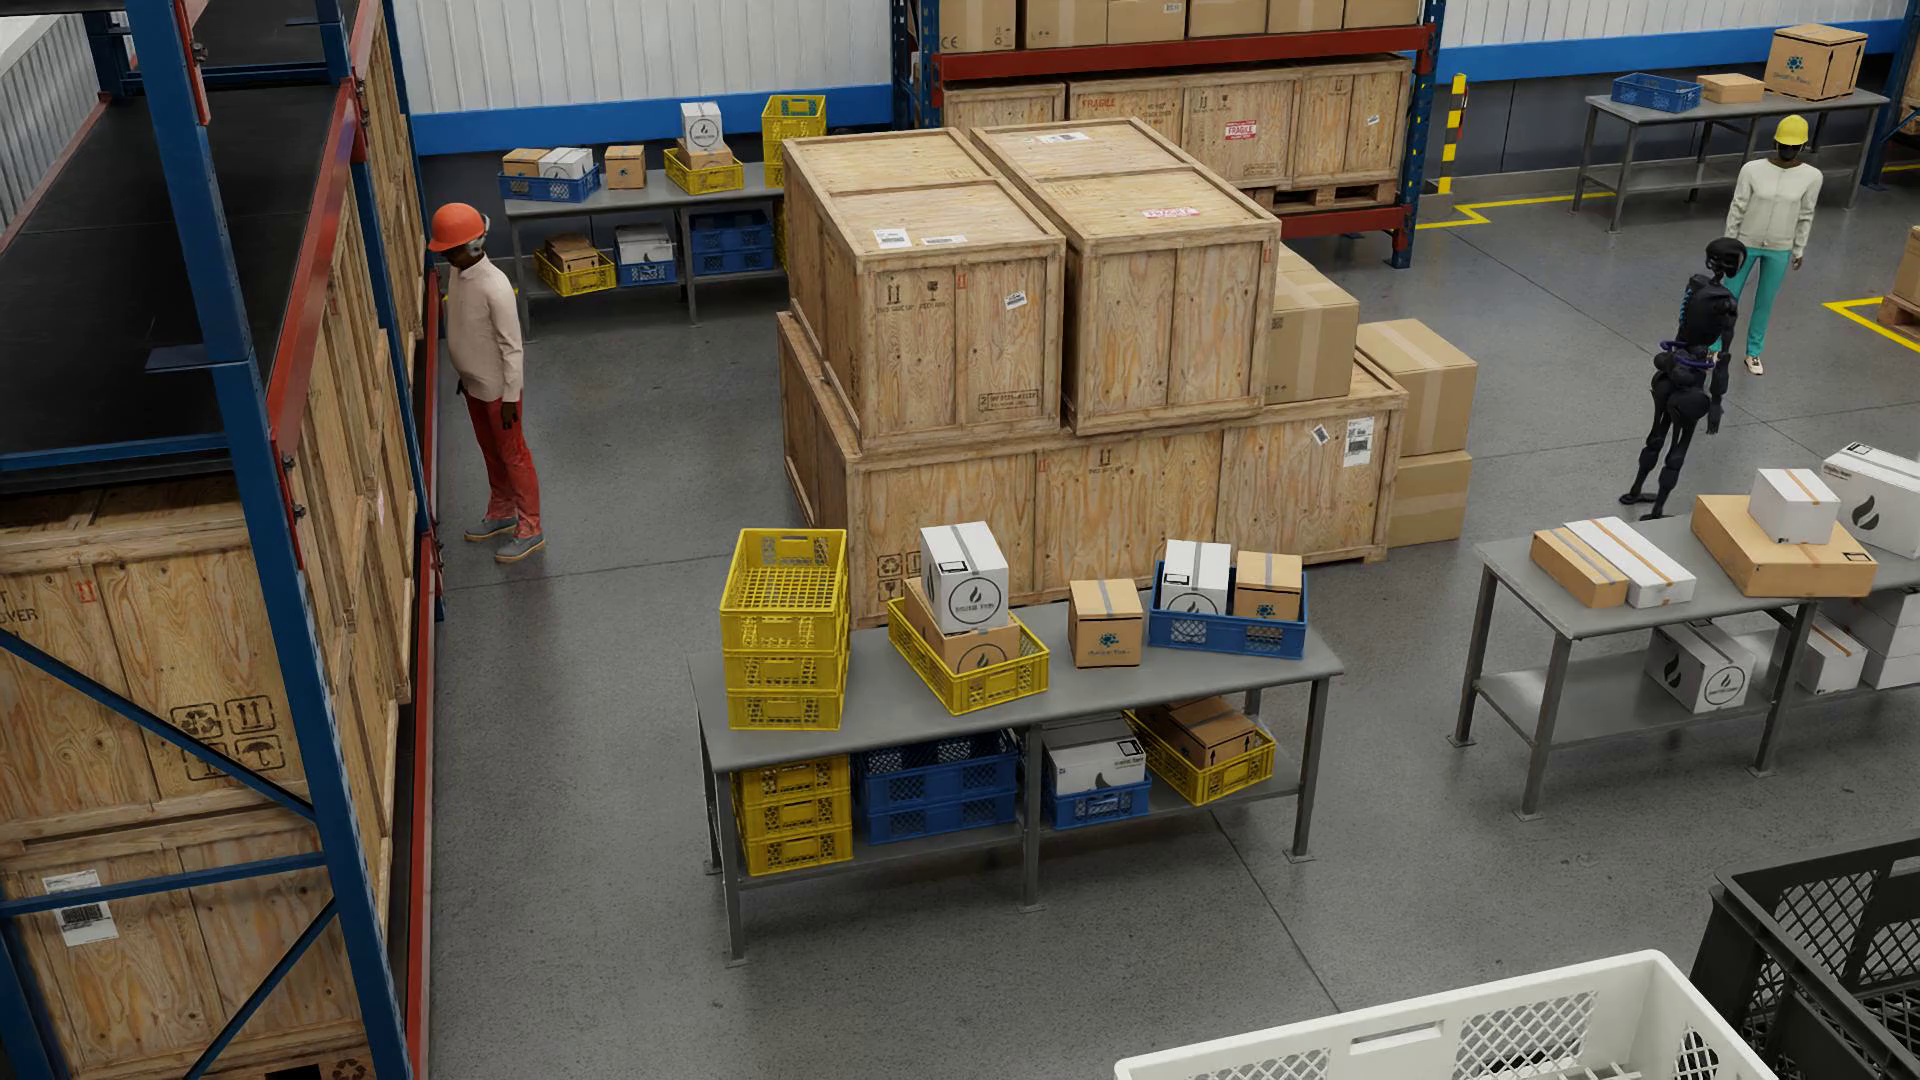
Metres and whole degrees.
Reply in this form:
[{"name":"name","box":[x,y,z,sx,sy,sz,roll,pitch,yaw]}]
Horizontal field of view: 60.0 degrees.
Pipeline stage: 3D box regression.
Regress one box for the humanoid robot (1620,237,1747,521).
[{"name":"humanoid robot","box":[4.064,-0.890,9.269,0.352,1.649,0.569,-3,29,-5]}]

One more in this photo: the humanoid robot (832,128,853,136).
[{"name":"humanoid robot","box":[-0.771,-1.936,11.157,0.616,1.657,0.309,2,29,4]}]

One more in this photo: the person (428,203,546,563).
[{"name":"person","box":[-2.521,-0.835,8.855,0.388,1.986,0.608,-22,36,-35]}]

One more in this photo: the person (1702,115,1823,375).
[{"name":"person","box":[5.376,-1.964,11.127,0.522,1.769,0.316,9,30,16]}]
